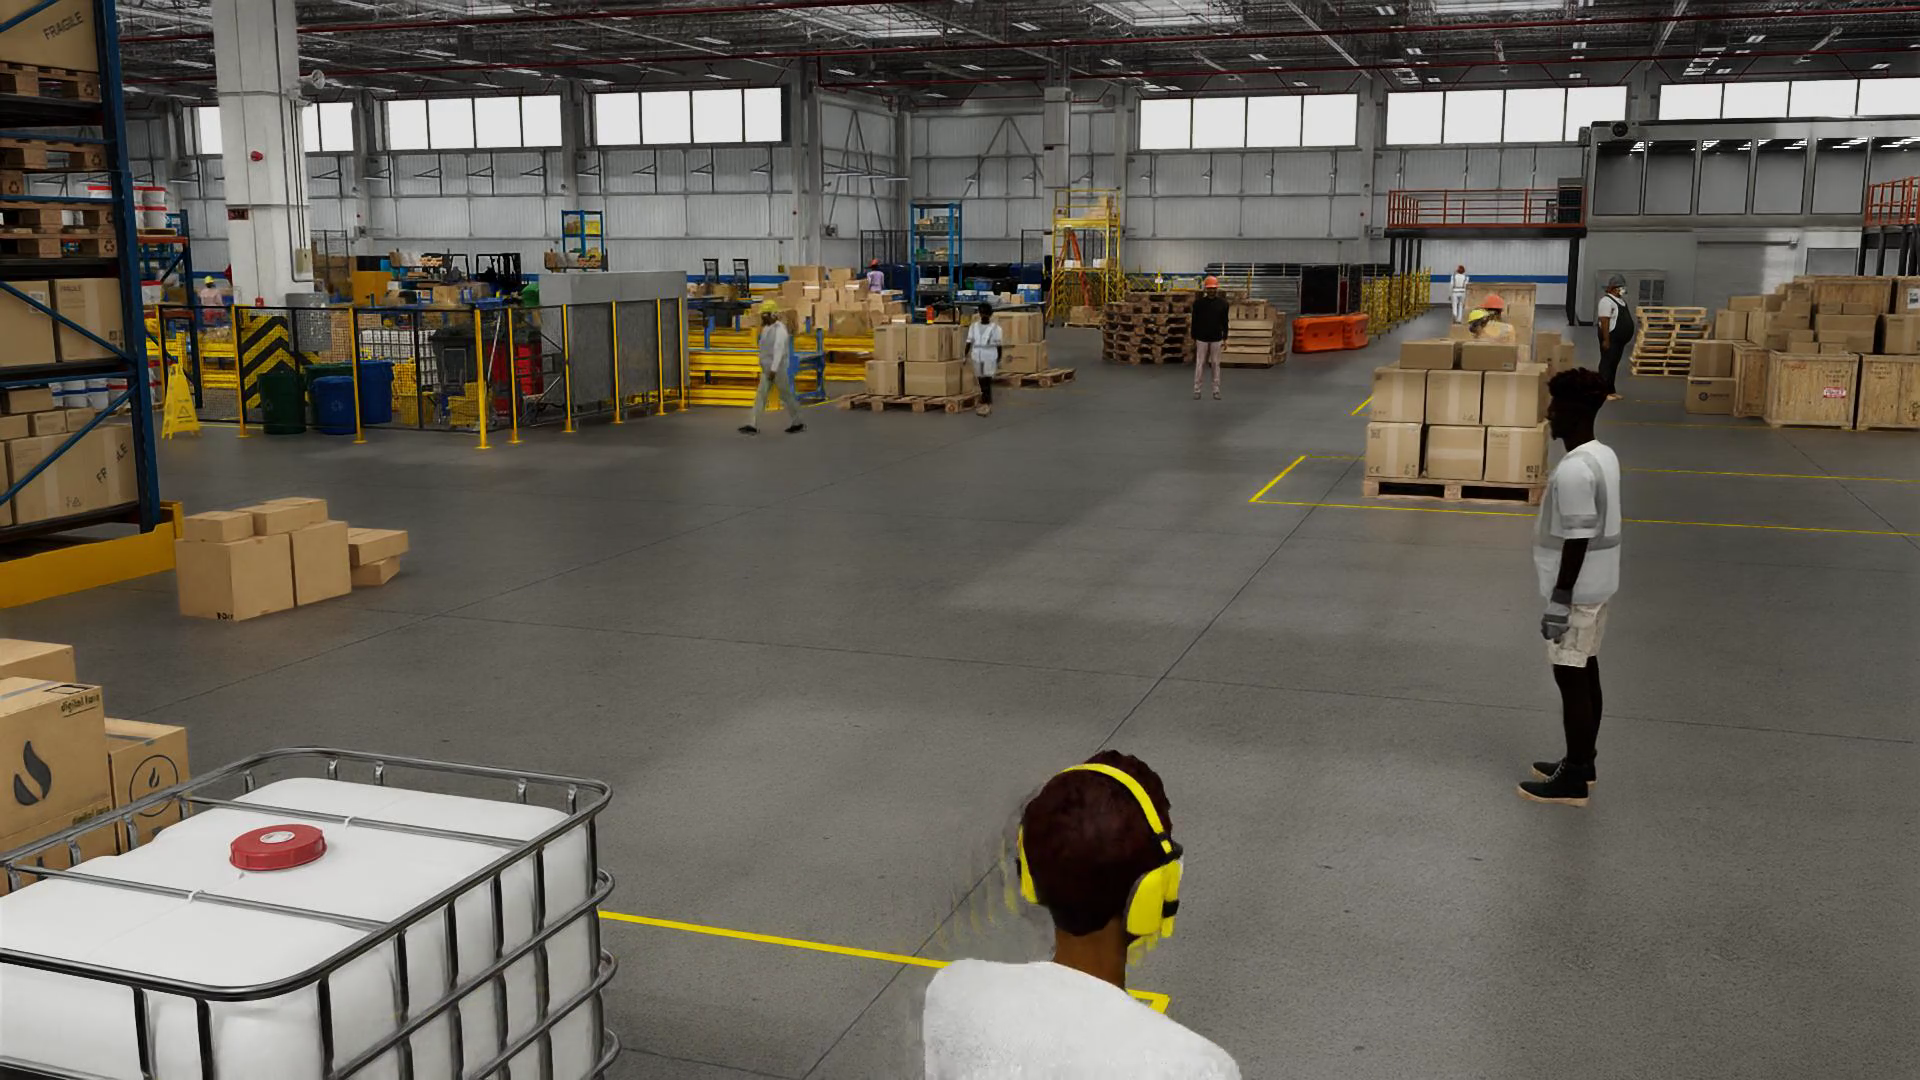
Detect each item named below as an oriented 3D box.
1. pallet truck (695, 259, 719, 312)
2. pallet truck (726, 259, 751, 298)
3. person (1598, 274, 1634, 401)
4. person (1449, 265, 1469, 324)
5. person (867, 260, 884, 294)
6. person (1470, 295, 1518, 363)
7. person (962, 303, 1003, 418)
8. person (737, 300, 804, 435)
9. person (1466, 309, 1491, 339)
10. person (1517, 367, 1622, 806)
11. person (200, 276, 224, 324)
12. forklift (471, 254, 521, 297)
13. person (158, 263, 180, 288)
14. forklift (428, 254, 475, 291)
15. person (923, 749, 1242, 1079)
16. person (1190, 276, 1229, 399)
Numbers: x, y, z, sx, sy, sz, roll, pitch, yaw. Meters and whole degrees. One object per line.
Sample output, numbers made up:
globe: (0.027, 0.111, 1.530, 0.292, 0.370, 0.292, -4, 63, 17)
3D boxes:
pallet truck: (-9.165, -9.627, 62.776, 0.823, 1.965, 1.885, 4, 11, 23)
pallet truck: (-7.986, -9.493, 62.019, 0.823, 1.965, 1.885, 3, 11, 17)
person: (10.552, -3.254, 26.764, 0.539, 2.000, 0.688, 8, 13, 39)
person: (15.694, -7.700, 52.274, 0.595, 1.870, 0.479, 3, 11, 17)
person: (-2.668, -7.735, 51.991, 0.614, 2.040, 0.391, -8, 13, -37)
person: (6.585, -2.069, 20.600, 0.550, 1.903, 0.979, 7, 12, 36)
person: (0.340, -2.625, 24.316, 0.542, 1.652, 0.844, 5, 11, 25)
person: (-2.469, -2.268, 21.946, 0.925, 1.789, 0.599, -7, 12, -34)
person: (6.376, -1.939, 20.275, 0.925, 1.713, 0.551, 5, 11, 28)
person: (2.755, 0.209, 7.468, 0.369, 1.965, 0.609, 6, 12, 32)
person: (-18.599, -5.705, 41.417, 0.530, 1.736, 0.801, -1, 10, -8)
forklift: (-17.990, -10.121, 64.684, 1.157, 1.987, 2.680, 3, 11, 17)
person: (-27.401, -8.621, 57.487, 0.803, 1.874, 0.413, -8, 13, -37)
forklift: (-20.133, -10.254, 65.465, 1.157, 1.987, 2.680, 3, 11, 19)
person: (0.136, 1.198, 2.319, 0.546, 1.830, 0.968, 8, 13, 38)
person: (4.049, -3.273, 26.998, 0.612, 1.995, 0.377, 1, 10, 4)
